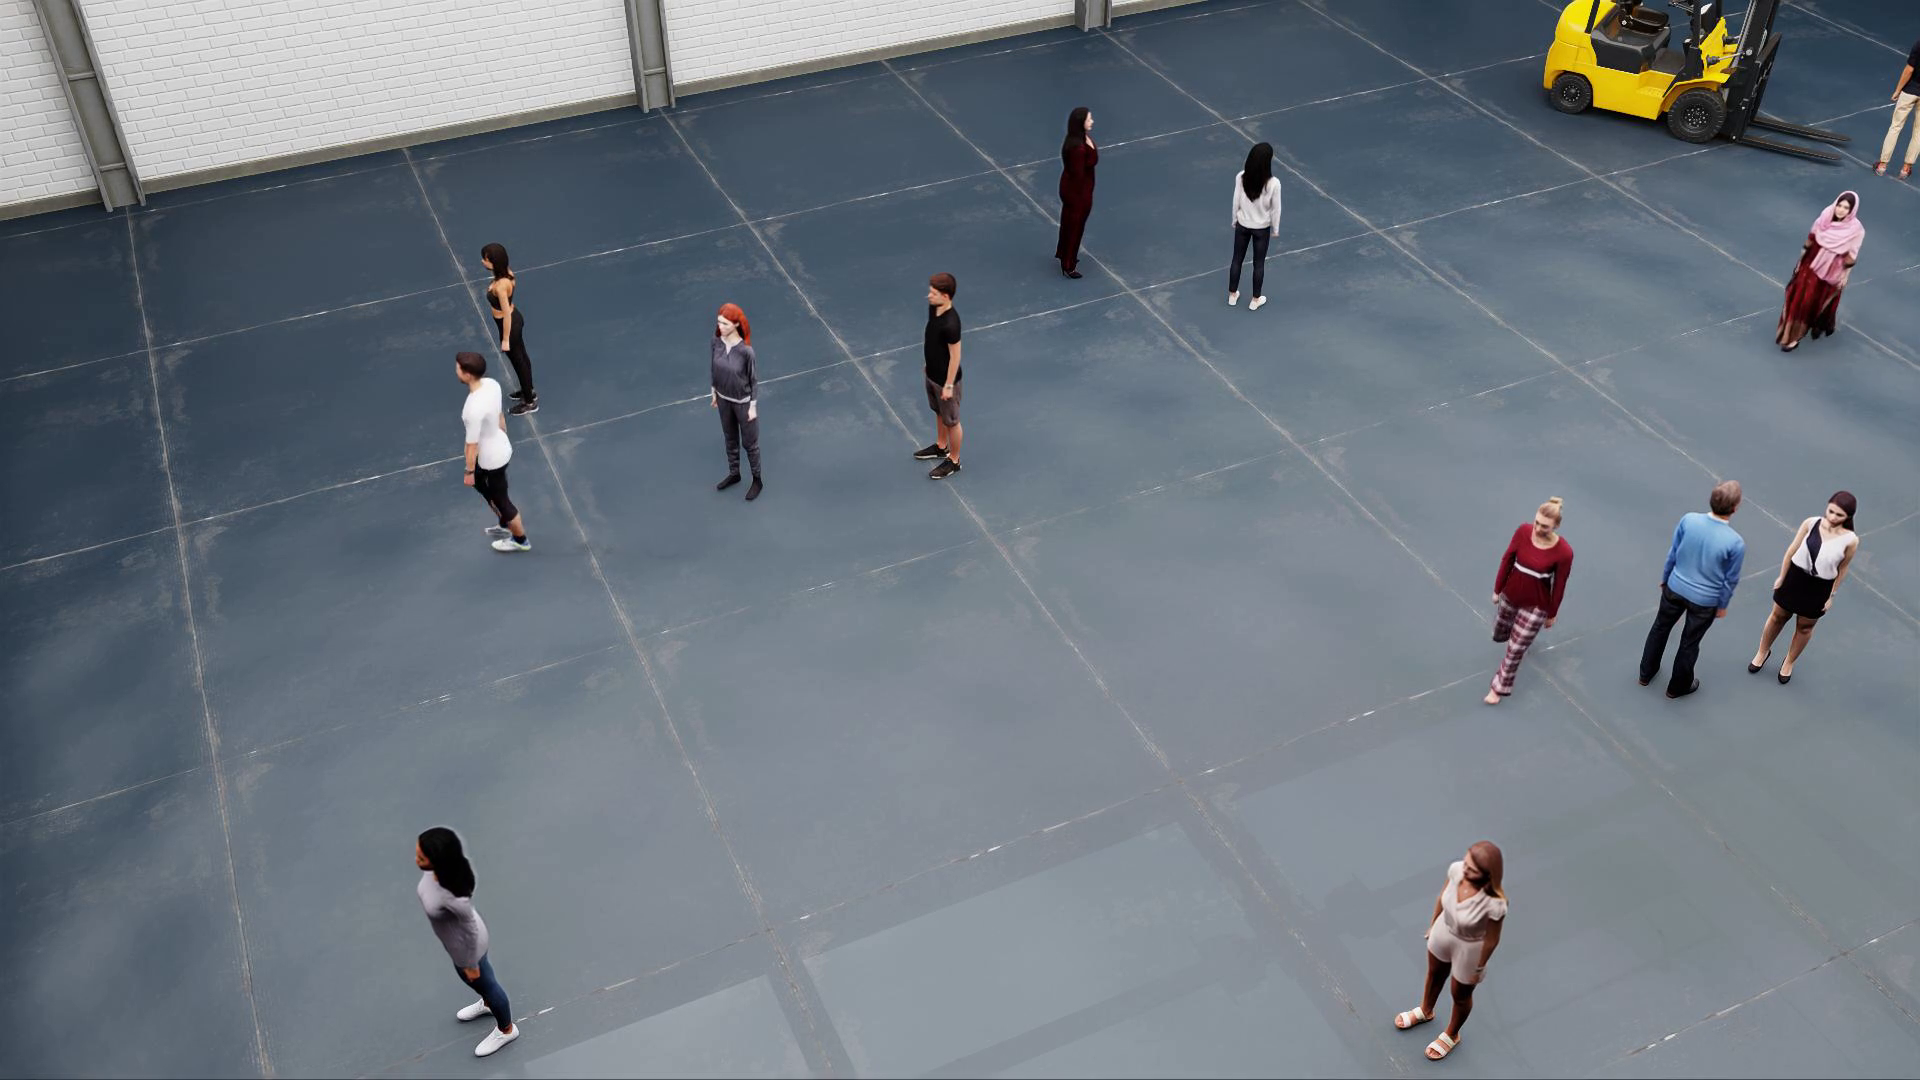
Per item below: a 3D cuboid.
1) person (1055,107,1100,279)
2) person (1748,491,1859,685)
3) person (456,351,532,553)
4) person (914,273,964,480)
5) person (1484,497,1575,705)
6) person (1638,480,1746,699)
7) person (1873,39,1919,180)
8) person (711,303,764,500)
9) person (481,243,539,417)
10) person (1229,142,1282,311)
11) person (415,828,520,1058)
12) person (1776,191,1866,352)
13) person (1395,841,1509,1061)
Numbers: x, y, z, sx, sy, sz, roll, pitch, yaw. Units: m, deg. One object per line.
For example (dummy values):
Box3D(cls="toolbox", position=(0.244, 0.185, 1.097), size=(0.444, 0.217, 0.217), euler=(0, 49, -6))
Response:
Box3D(cls="person", position=(1.142, -3.460, 16.472), size=(0.761, 1.756, 0.760), euler=(-1, 39, -1))
Box3D(cls="person", position=(6.017, 0.330, 11.812), size=(0.631, 1.649, 0.649), euler=(24, 44, 27))
Box3D(cls="person", position=(-3.546, -0.651, 12.888), size=(0.792, 1.840, 0.779), euler=(0, 39, 0))
Box3D(cls="person", position=(-0.129, -1.389, 13.795), size=(0.569, 1.862, 0.662), euler=(-15, 41, -18))
Box3D(cls="person", position=(4.018, 0.387, 11.711), size=(0.831, 1.686, 0.995), euler=(29, 47, 31))
Box3D(cls="person", position=(5.150, 0.339, 11.663), size=(0.662, 1.820, 0.713), euler=(-28, 46, -31))
Box3D(cls="person", position=(10.464, -4.858, 18.142), size=(0.712, 1.857, 0.758), euler=(15, 41, 18))
Box3D(cls="person", position=(-1.822, -1.141, 13.549), size=(0.656, 1.780, 0.687), euler=(19, 42, 22))
Box3D(cls="person", position=(-3.930, -1.861, 14.560), size=(0.576, 1.643, 0.603), euler=(-5, 39, -7))
Box3D(cls="person", position=(2.812, -3.023, 15.970), size=(0.704, 1.700, 0.744), euler=(17, 42, 20))
Box3D(cls="person", position=(-2.777, 2.237, 9.355), size=(0.543, 1.735, 0.626), euler=(-20, 43, -23))
Box3D(cls="person", position=(8.003, -2.506, 15.381), size=(0.855, 1.626, 0.772), euler=(-30, 47, -32))
Box3D(cls="person", position=(2.814, 2.274, 9.341), size=(0.568, 1.696, 0.575), euler=(-19, 42, -22))
